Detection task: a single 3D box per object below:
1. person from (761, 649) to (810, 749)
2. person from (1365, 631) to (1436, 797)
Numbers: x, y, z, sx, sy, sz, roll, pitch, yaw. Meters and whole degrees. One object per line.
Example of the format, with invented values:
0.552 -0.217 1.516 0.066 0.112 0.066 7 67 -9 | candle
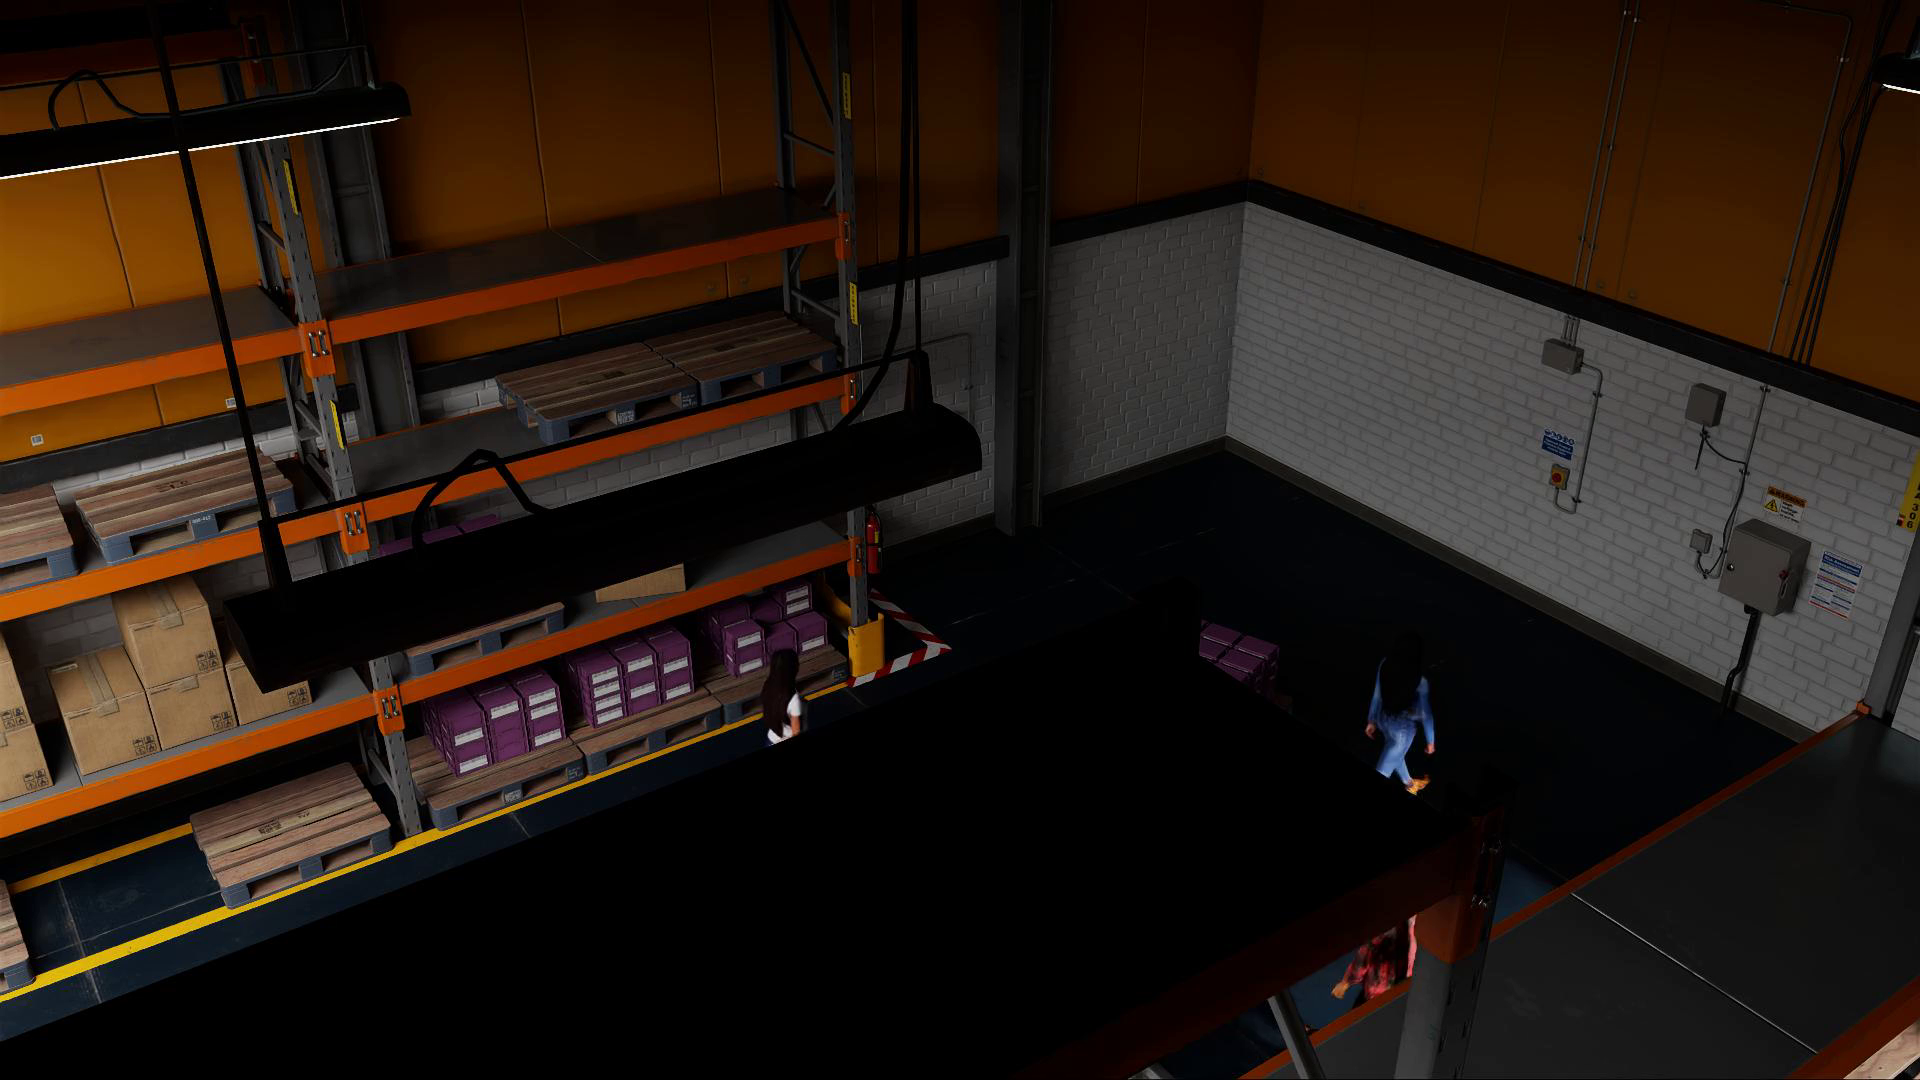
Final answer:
-1.317 1.581 11.924 1.166 1.733 0.730 -24 37 -37 | person
3.133 1.463 12.209 1.136 1.668 0.621 -19 34 -31 | person
